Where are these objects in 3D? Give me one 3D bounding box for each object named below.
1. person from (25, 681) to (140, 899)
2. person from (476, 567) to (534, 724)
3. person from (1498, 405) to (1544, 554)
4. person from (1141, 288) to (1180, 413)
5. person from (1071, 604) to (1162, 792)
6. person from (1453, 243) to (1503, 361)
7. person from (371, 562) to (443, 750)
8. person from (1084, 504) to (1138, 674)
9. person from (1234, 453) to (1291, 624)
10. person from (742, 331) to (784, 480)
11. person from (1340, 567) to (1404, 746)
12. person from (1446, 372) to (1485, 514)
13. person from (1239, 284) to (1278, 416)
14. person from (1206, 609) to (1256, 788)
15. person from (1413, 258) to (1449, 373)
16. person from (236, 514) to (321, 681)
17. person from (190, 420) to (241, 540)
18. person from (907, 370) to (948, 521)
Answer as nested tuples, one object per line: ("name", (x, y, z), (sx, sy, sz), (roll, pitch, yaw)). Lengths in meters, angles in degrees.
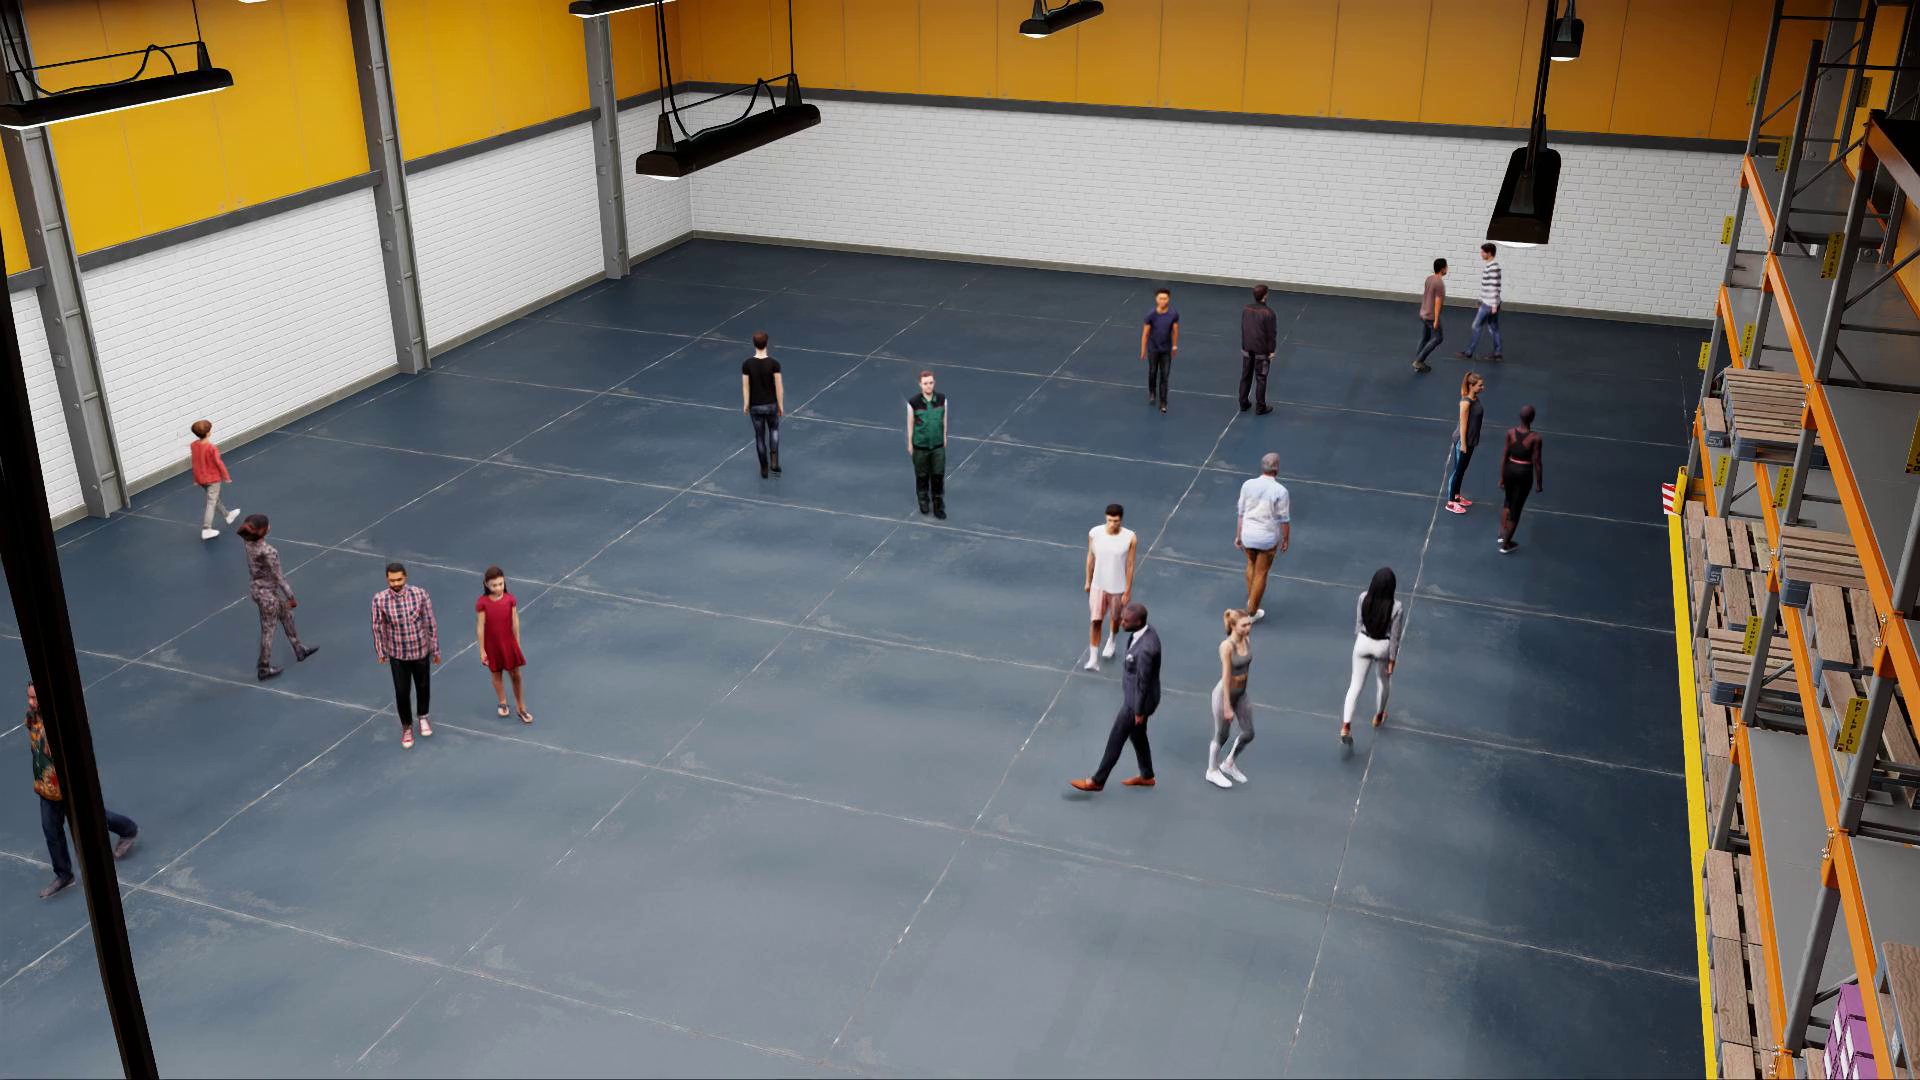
("person", (-6.948, 1.855, 13.074), (0.701, 1.775, 1.153), (9, 25, 20))
("person", (-4.309, 0.927, 15.500), (0.802, 1.533, 0.870), (-9, 25, -20))
("person", (6.303, -0.674, 18.893), (0.710, 1.747, 0.742), (21, 31, 40))
("person", (2.823, -2.722, 23.591), (0.915, 1.738, 1.239), (1, 24, 3))
("person", (1.484, 1.369, 14.178), (0.942, 1.782, 1.006), (2, 24, 4))
("person", (8.258, -3.634, 25.592), (0.769, 1.806, 0.906), (7, 24, 15))
("person", (-5.023, 0.965, 15.146), (0.869, 1.746, 0.929), (-11, 26, -24))
("person", (1.507, 0.418, 16.415), (0.733, 1.732, 1.131), (6, 24, 14))
("person", (3.087, 0.003, 17.279), (0.824, 1.801, 0.923), (16, 28, 32))
("person", (-2.481, -1.668, 20.996), (0.800, 1.885, 0.833), (-2, 24, -6))
("person", (3.696, 1.058, 14.999), (0.718, 1.694, 1.187), (13, 27, 27))
("person", (6.114, -1.197, 20.119), (0.660, 1.724, 0.528), (14, 27, 29))
("person", (4.170, -2.687, 23.387), (0.793, 1.838, 0.737), (21, 31, 39))
("person", (2.264, 1.345, 14.349), (0.674, 1.689, 0.752), (-19, 30, -37))
("person", (7.001, -3.366, 25.032), (0.860, 1.763, 0.771), (-6, 24, -14))
("person", (-6.787, 0.575, 16.103), (0.819, 1.694, 1.005), (21, 31, 39))
("person", (-8.792, -0.682, 19.369), (0.528, 1.381, 0.913), (8, 25, 19))
("person", (-0.403, -1.176, 19.952), (0.925, 1.820, 1.016), (-7, 24, -15))
